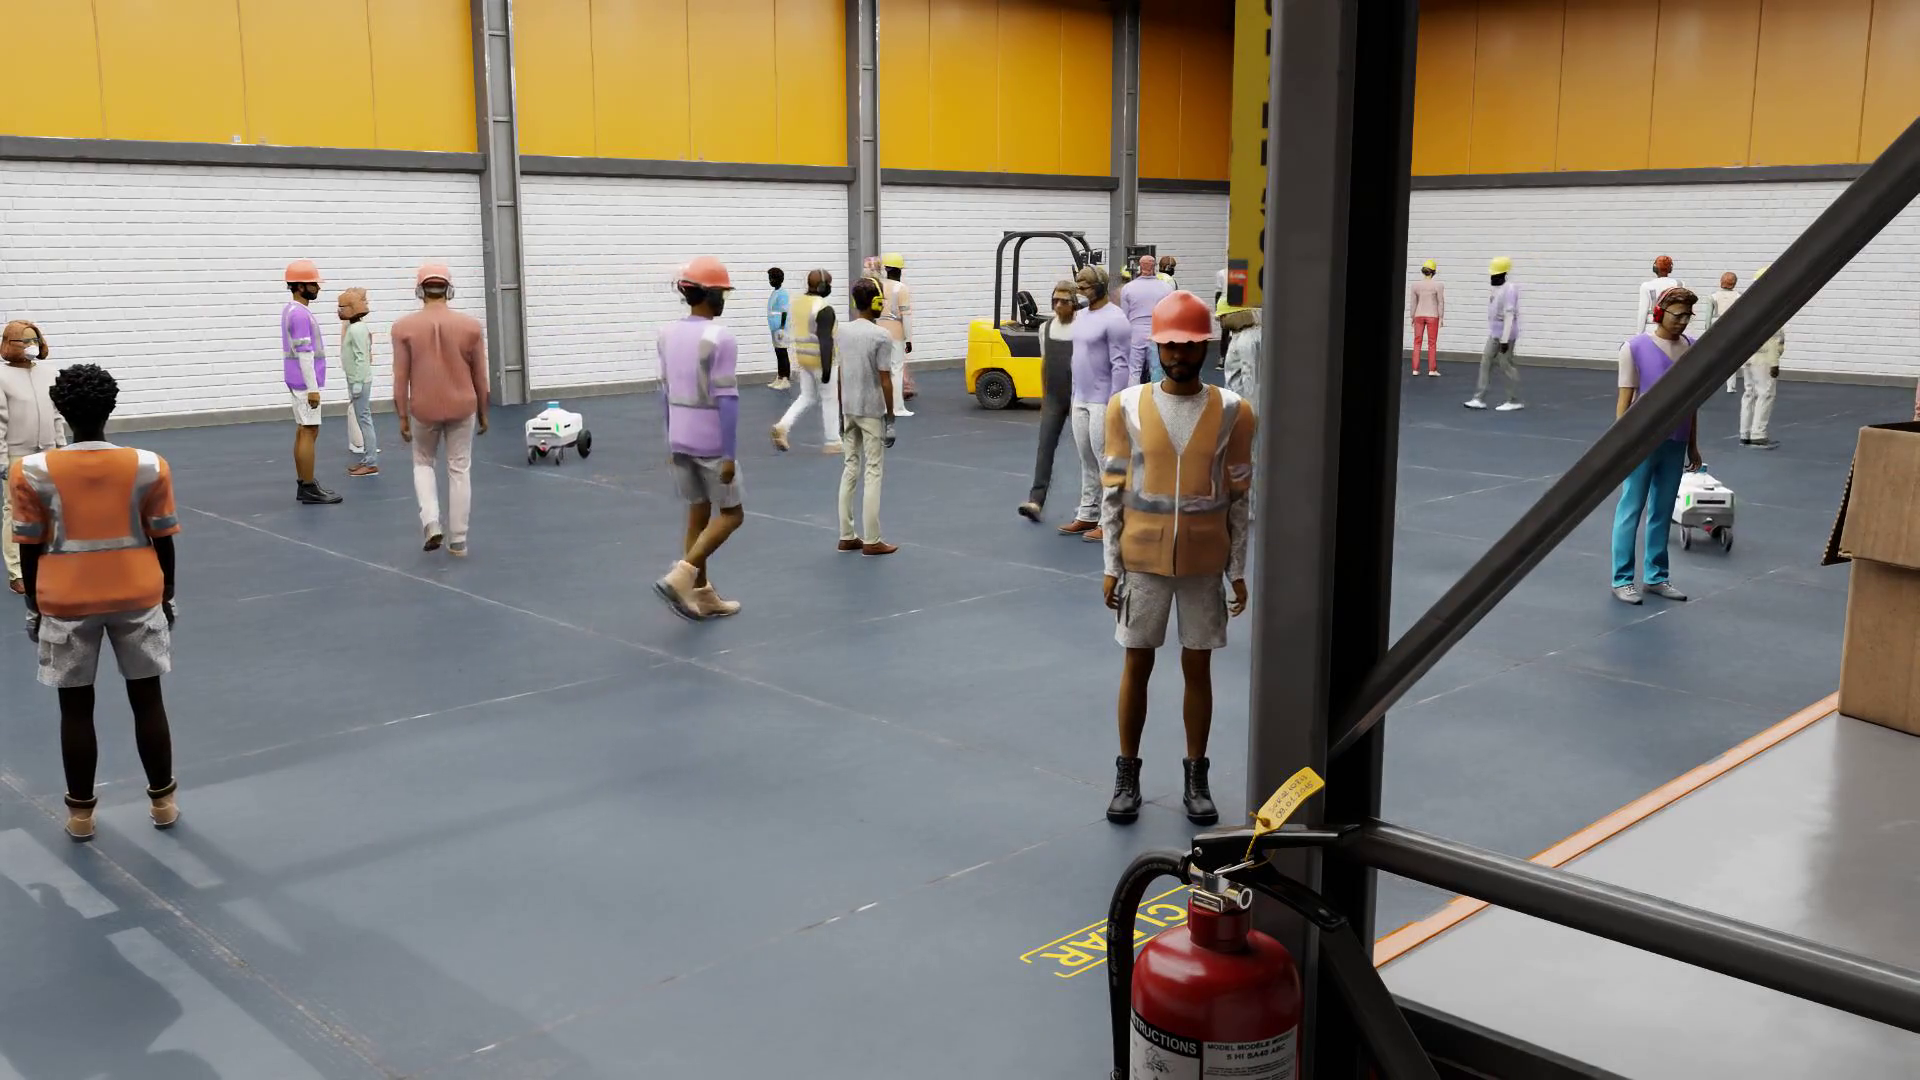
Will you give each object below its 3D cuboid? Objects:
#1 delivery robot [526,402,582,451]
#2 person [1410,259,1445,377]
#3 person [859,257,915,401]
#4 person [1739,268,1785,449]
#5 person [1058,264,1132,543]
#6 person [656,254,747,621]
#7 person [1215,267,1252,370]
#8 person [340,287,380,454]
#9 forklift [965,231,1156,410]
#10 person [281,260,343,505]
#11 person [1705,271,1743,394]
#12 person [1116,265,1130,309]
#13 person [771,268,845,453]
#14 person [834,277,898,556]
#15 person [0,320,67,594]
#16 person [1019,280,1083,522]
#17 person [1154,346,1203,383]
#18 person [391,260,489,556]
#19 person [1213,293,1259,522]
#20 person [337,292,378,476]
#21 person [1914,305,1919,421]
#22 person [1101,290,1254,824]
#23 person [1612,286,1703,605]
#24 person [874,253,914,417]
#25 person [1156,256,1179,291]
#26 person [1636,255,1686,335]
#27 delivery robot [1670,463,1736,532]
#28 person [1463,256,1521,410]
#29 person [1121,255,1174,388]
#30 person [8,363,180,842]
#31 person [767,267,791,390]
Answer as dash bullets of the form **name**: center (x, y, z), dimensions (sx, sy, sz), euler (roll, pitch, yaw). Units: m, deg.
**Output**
- **delivery robot**: center (-3.842, -1.066, 15.758), dimensions (0.477, 0.478, 0.707), euler (1, 11, 6)
- **person**: center (7.078, -3.357, 25.200), dimensions (0.523, 1.769, 0.316), euler (7, 13, 35)
- **person**: center (-1.052, -2.703, 21.394), dimensions (0.989, 1.865, 0.645), euler (-1, 10, -7)
- **person**: center (8.084, -1.823, 16.777), dimensions (0.406, 1.805, 0.644), euler (0, 10, -2)
- **person**: center (0.953, -0.952, 11.632), dimensions (0.371, 1.934, 0.627), euler (-5, 11, -25)
- **person**: center (-1.439, -0.529, 9.059), dimensions (0.608, 2.031, 0.578), euler (9, 13, 39)
- **person**: center (4.322, -3.658, 26.296), dimensions (0.612, 1.961, 0.368), euler (4, 11, 19)
- **person**: center (-5.905, -1.658, 16.307), dimensions (0.312, 1.633, 0.519), euler (-5, 11, -24)
- **forklift**: center (1.222, -2.721, 20.561), dimensions (2.313, 2.155, 1.214), euler (2, 11, 13)
- **person**: center (-5.188, -1.252, 13.252), dimensions (0.354, 1.939, 0.544), euler (-6, 12, -28)
- **person**: center (10.341, -2.798, 22.487), dimensions (0.515, 1.645, 0.309), euler (6, 12, 28)
- **person**: center (2.209, -2.910, 22.837), dimensions (0.753, 1.735, 0.525), euler (-4, 11, -19)
- **person**: center (-1.442, -1.726, 16.174), dimensions (0.761, 1.819, 0.631), euler (-8, 13, -36)
- **person**: center (-0.630, -0.820, 11.129), dimensions (0.498, 1.861, 0.326), euler (8, 13, 36)
- **person**: center (-5.578, -0.502, 9.987), dimensions (0.281, 1.634, 0.498), euler (4, 11, 21)
- **person**: center (0.776, -1.030, 12.435), dimensions (0.549, 1.789, 0.960), euler (6, 12, 30)
- **person**: center (1.732, -1.178, 13.716), dimensions (0.565, 1.612, 0.561), euler (10, 14, 43)
- **person**: center (-3.438, -0.866, 11.056), dimensions (0.595, 1.969, 0.434), euler (-3, 11, -17)
- **person**: center (2.018, -0.964, 12.321), dimensions (0.644, 1.713, 0.496), euler (2, 11, 11)
- **person**: center (-5.369, -1.389, 14.827), dimensions (0.270, 1.632, 0.508), euler (-4, 11, -20)
- **person**: center (10.903, -2.187, 18.438), dimensions (0.407, 1.905, 0.655), euler (0, 10, 1)
- **person**: center (0.779, 0.075, 6.015), dimensions (0.542, 1.939, 0.368), euler (1, 10, 5)
- **person**: center (4.064, -0.552, 9.709), dimensions (0.564, 1.838, 0.388), euler (-3, 11, -18)
- **person**: center (-0.796, -2.412, 19.606), dimensions (0.594, 1.924, 0.379), euler (8, 13, 37)
- **person**: center (2.905, -3.078, 23.489), dimensions (0.429, 1.840, 0.624), euler (-4, 11, -22)
- **person**: center (8.715, -2.597, 20.735), dimensions (0.574, 1.883, 0.355), euler (0, 10, -1)
- **delivery robot**: center (5.101, -0.288, 11.513), dimensions (0.477, 0.478, 0.707), euler (2, 11, 9)
- **person**: center (6.495, -2.478, 20.103), dimensions (0.845, 1.872, 0.612), euler (-2, 11, -10)
- **person**: center (2.162, -2.331, 19.245), dimensions (0.639, 1.900, 0.401), euler (0, 10, 0)
- **person**: center (-3.035, 0.244, 5.898), dimensions (0.530, 1.644, 0.321), euler (-7, 13, -34)
- **person**: center (-2.512, -2.926, 23.051), dimensions (0.319, 1.692, 0.533), euler (-4, 11, -20)
